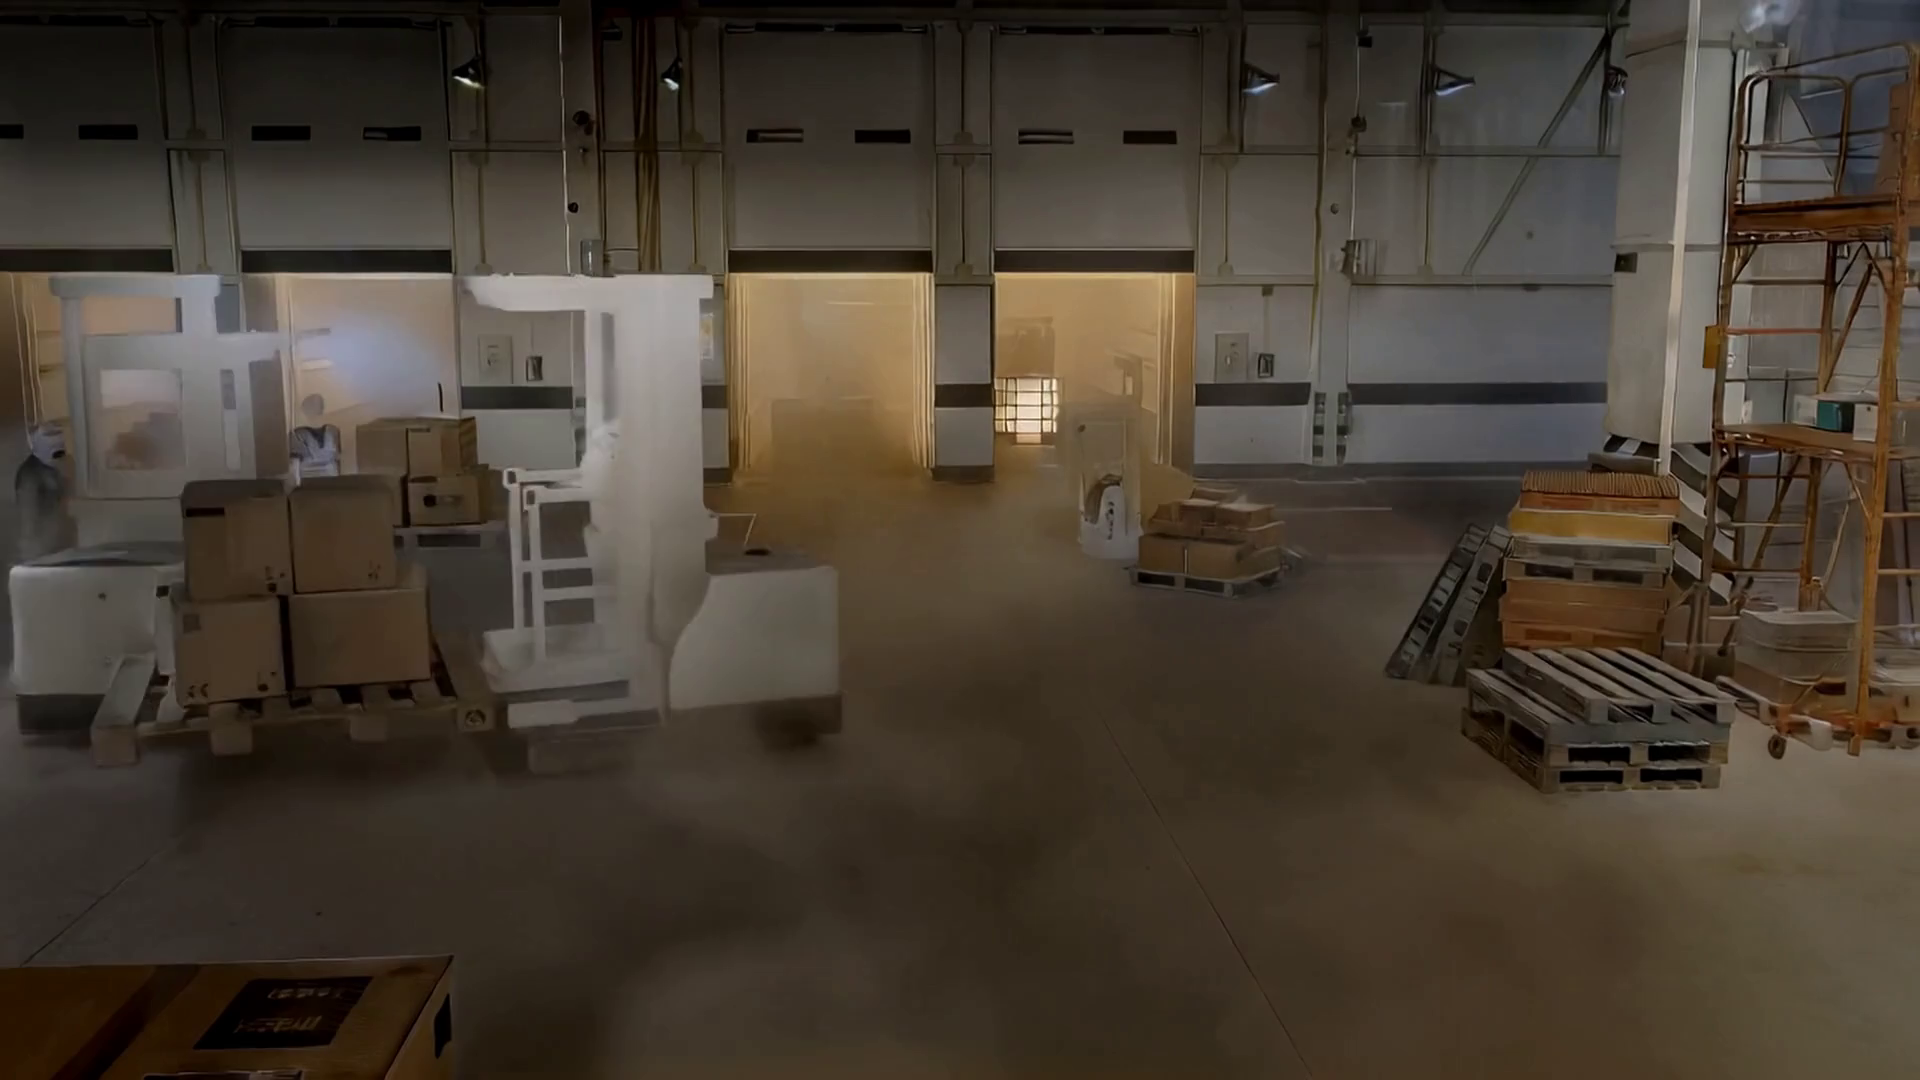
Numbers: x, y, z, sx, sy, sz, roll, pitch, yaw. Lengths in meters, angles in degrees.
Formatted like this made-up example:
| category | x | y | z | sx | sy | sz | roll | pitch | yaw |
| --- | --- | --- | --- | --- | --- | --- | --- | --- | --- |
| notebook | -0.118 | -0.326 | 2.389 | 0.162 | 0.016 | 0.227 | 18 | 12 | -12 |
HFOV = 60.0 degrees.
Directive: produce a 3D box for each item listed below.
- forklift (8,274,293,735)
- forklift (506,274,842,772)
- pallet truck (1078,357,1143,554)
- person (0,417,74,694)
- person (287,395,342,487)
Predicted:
| category | x | y | z | sx | sy | sz | roll | pitch | yaw |
| --- | --- | --- | --- | --- | --- | --- | --- | --- | --- |
| forklift | -5.210 | -0.310 | 10.694 | 1.129 | 2.768 | 1.873 | -1 | 9 | -4 |
| forklift | -1.742 | -0.191 | 9.944 | 1.873 | 2.768 | 1.129 | -3 | 10 | -21 |
| pallet truck | 2.088 | -0.836 | 16.757 | 1.885 | 1.965 | 0.823 | 2 | 9 | 13 |
| person | -6.108 | 0.132 | 10.985 | 0.575 | 1.905 | 0.657 | -2 | 9 | -13 |
| person | -6.100 | -0.534 | 15.805 | 0.318 | 1.697 | 0.535 | 9 | 13 | 44 |
